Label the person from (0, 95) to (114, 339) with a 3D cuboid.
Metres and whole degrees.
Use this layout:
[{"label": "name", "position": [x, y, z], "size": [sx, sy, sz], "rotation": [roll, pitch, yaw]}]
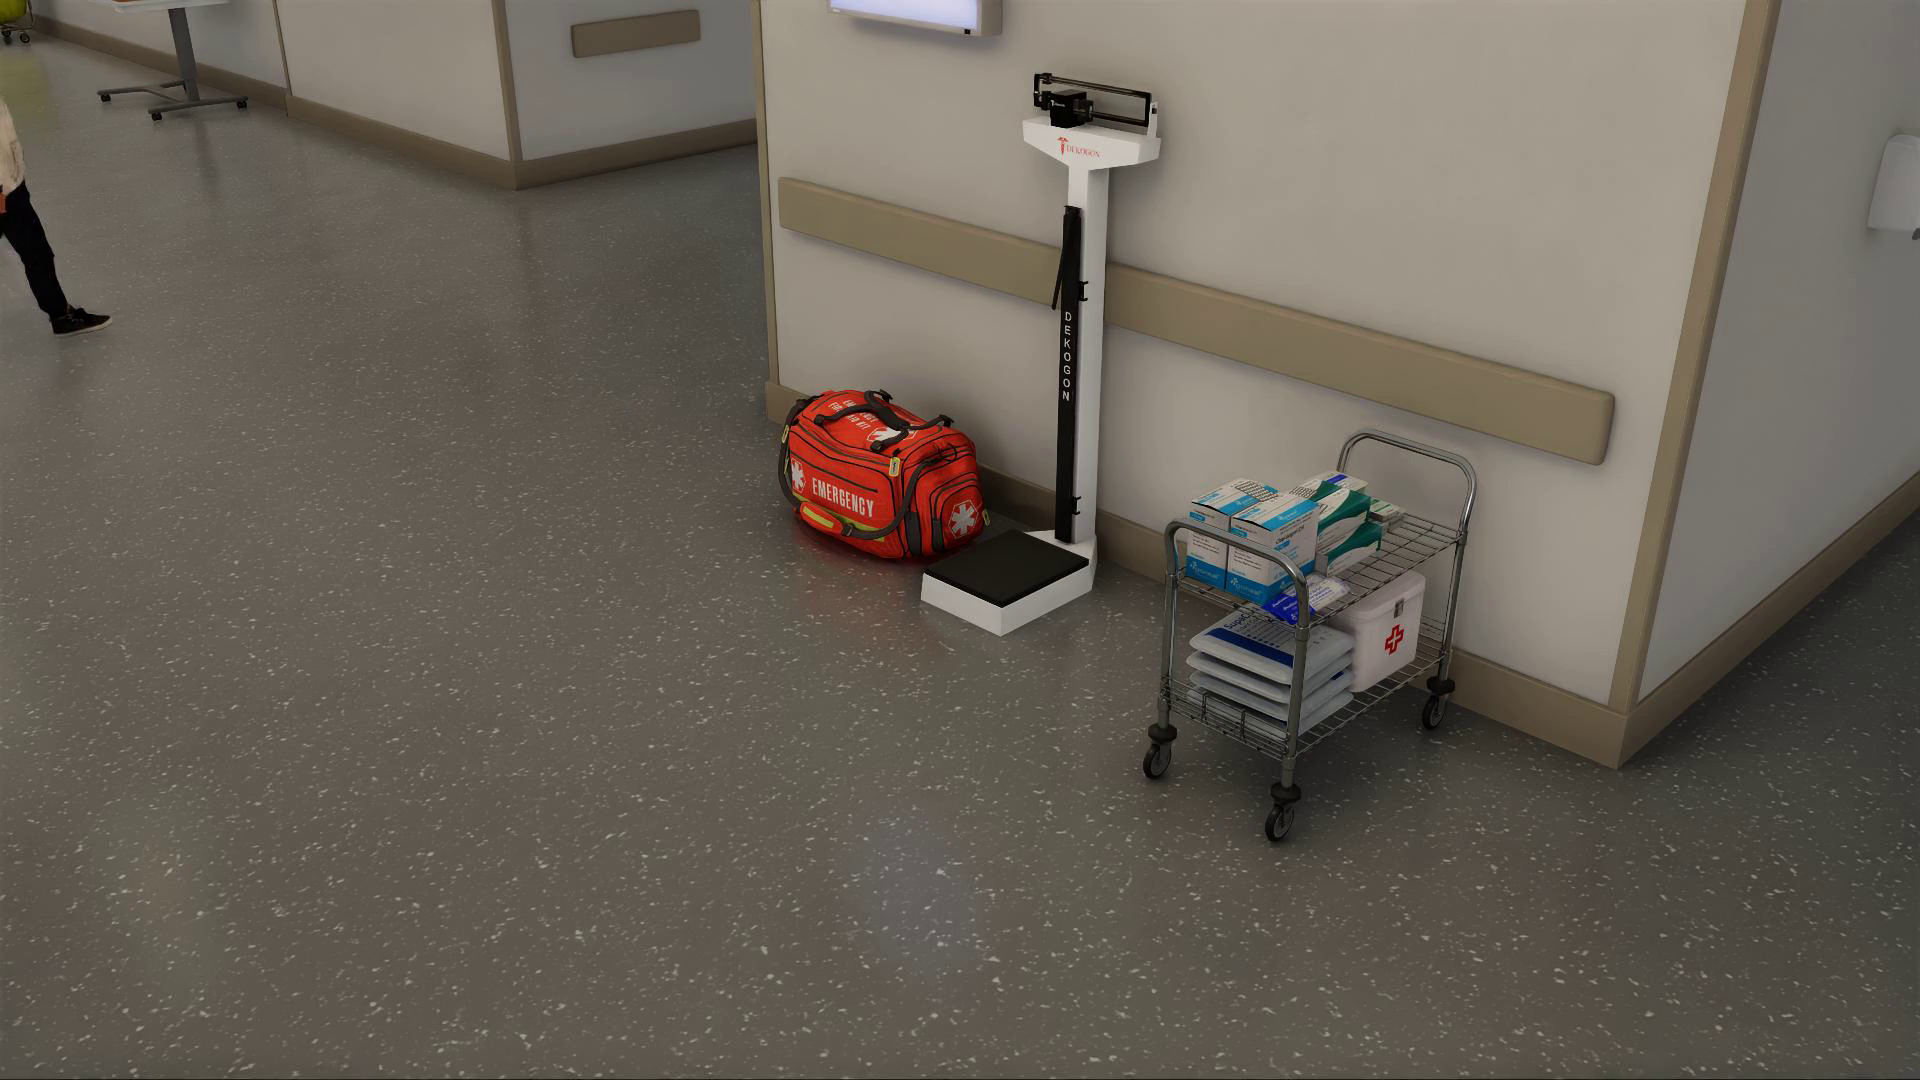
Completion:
[{"label": "person", "position": [-4.213, -1.512, 7.095], "size": [0.752, 1.440, 0.930], "rotation": [-19, 32, -34]}]
